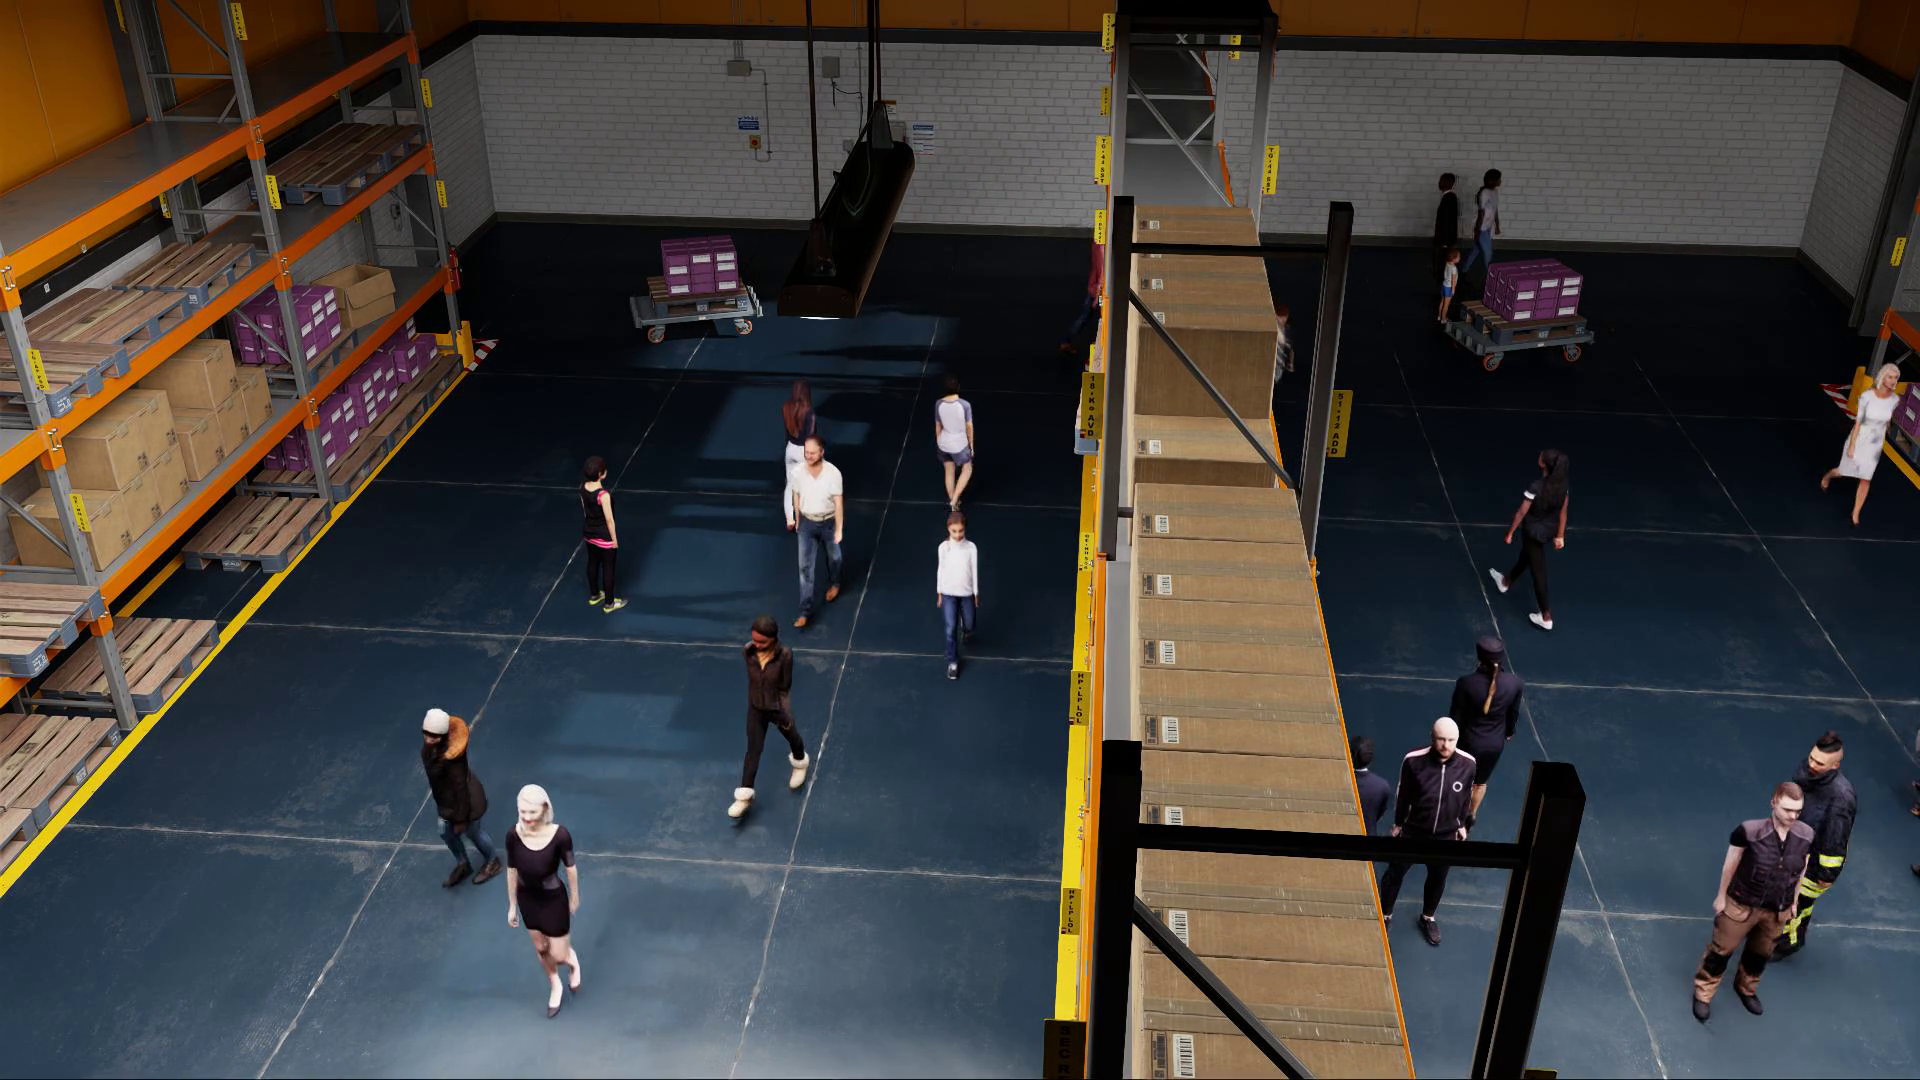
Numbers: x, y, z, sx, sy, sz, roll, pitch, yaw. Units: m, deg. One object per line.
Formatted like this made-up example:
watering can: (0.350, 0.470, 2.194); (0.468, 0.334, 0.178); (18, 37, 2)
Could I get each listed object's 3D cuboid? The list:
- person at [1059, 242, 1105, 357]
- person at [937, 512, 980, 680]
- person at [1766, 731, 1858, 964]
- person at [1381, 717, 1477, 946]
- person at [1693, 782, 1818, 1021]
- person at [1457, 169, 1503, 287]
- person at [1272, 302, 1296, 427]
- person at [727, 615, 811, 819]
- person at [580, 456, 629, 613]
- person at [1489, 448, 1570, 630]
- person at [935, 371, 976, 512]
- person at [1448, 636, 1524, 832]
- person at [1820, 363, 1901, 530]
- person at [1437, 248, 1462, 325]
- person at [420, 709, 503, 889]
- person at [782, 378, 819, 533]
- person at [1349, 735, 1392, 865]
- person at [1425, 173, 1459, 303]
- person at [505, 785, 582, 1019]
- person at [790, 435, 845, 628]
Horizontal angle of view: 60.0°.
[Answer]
person: (1.659, -3.077, 20.717); (1.037, 1.779, 1.241); (-8, 30, -14)
person: (-0.014, 0.426, 14.543); (0.535, 1.540, 0.849); (1, 29, 2)
person: (5.812, 2.058, 11.222); (0.896, 1.856, 0.704); (-1, 29, -2)
person: (3.206, 1.970, 11.404); (0.662, 1.836, 0.550); (2, 29, 4)
person: (5.168, 2.305, 10.779); (0.679, 1.846, 0.594); (4, 29, 6)
person: (7.184, -4.291, 23.035); (0.965, 1.689, 1.040); (18, 34, 30)
person: (3.628, -2.083, 19.281); (0.725, 1.407, 1.022); (-6, 29, -10)
person: (-1.485, 1.378, 12.707); (1.146, 1.628, 0.709); (3, 29, 5)
person: (-3.356, -0.070, 15.442); (0.625, 1.550, 0.654); (21, 35, 33)
person: (5.320, 0.016, 15.145); (1.024, 1.685, 1.232); (-13, 31, -23)
person: (-0.074, -0.968, 17.083); (0.665, 1.556, 0.721); (10, 30, 17)
person: (3.888, 1.520, 12.413); (0.735, 1.660, 0.707); (0, 29, 0)
person: (9.196, -1.019, 16.996); (0.580, 1.728, 1.018); (1, 29, 2)
person: (6.486, -3.385, 22.074); (0.511, 1.019, 0.390); (-3, 29, -5)
person: (-3.555, 1.812, 11.934); (0.837, 1.605, 0.783); (-22, 35, -34)
person: (-1.632, -0.822, 16.810); (0.925, 1.560, 1.094); (20, 34, 32)
person: (2.639, 2.158, 11.229); (0.629, 1.674, 1.102); (1, 29, 3)
person: (6.623, -4.045, 22.487); (0.845, 1.781, 0.727); (12, 31, 20)
person: (-2.676, 2.299, 10.818); (0.583, 1.819, 0.619); (3, 29, 5)
person: (-1.245, -0.167, 15.359); (0.848, 1.801, 1.267); (8, 30, 15)
